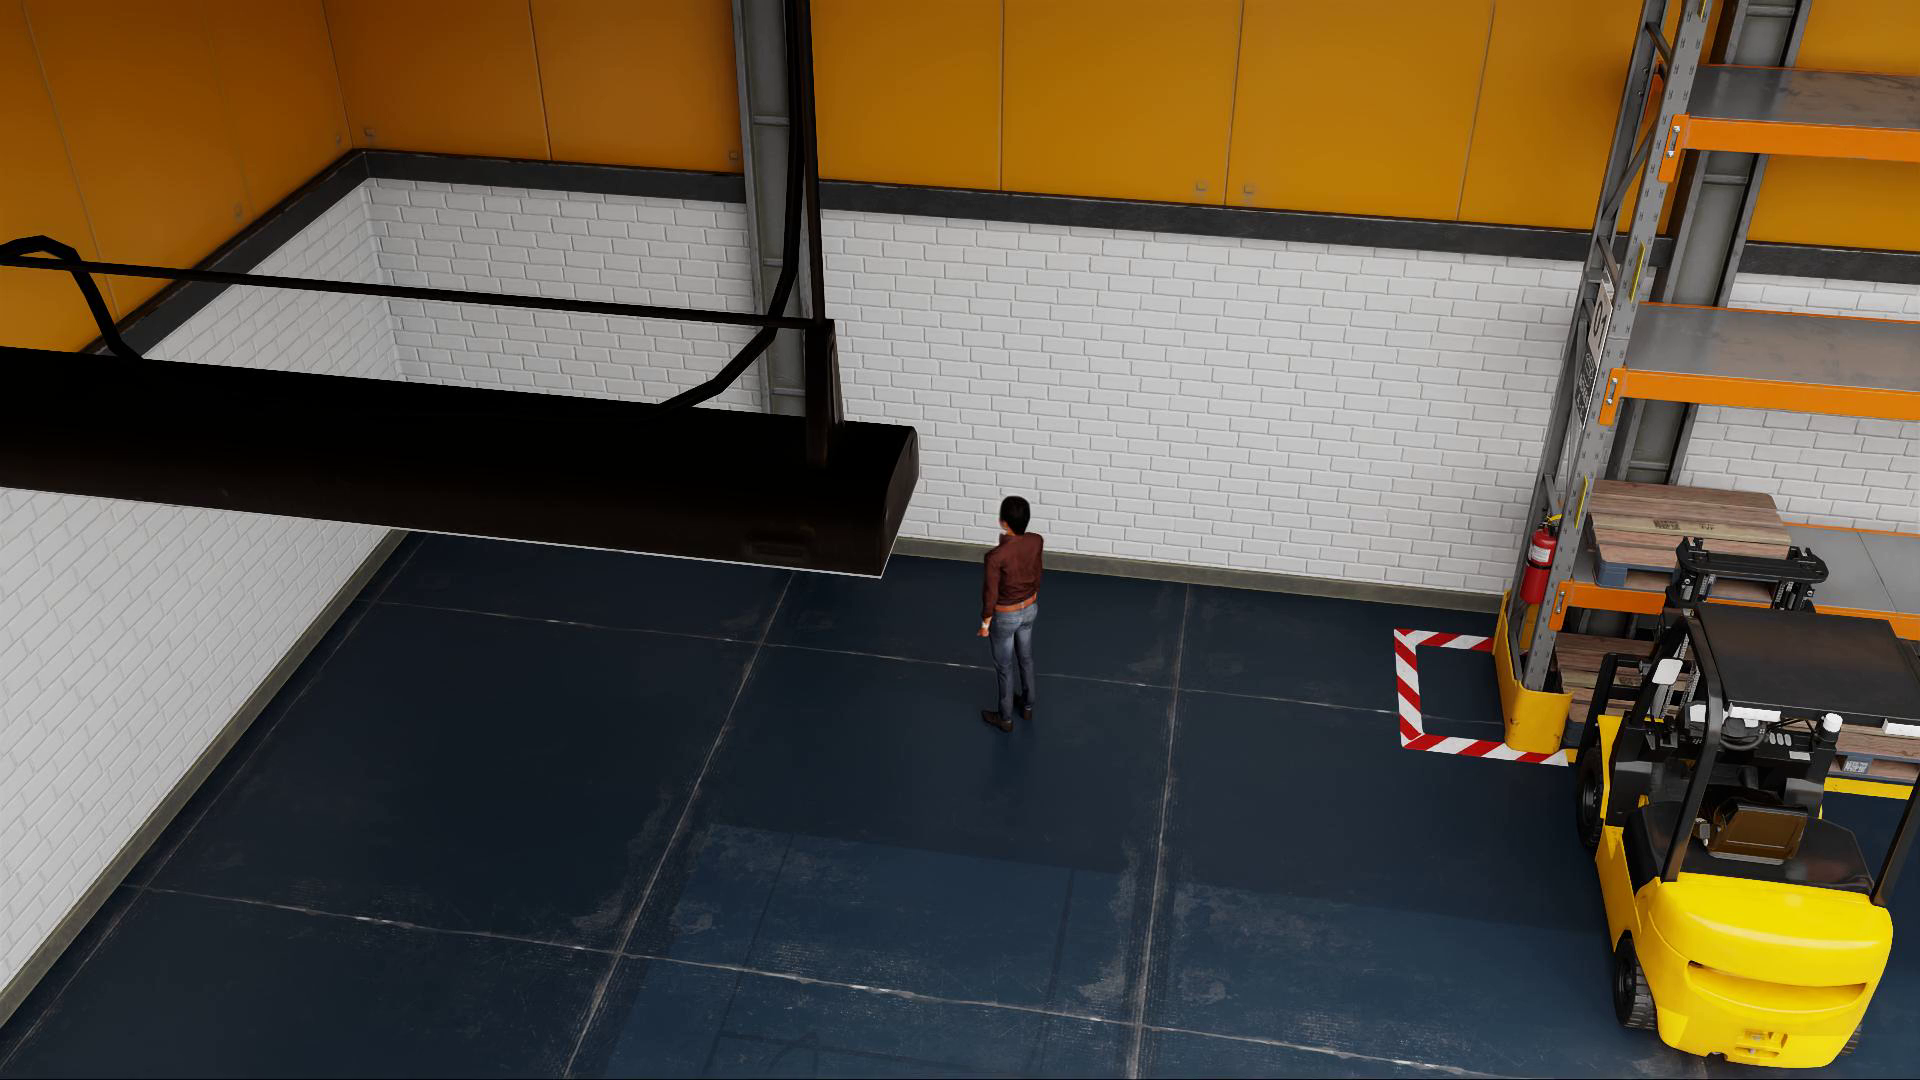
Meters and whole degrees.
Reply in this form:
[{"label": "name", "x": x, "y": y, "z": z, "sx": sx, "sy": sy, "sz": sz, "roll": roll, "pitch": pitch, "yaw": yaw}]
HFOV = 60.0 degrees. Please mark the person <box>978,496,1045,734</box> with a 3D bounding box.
[{"label": "person", "x": 0.351, "y": 0.478, "z": 10.845, "sx": 0.712, "sy": 1.781, "sz": 0.751, "roll": -24, "pitch": 41, "yaw": -32}]
